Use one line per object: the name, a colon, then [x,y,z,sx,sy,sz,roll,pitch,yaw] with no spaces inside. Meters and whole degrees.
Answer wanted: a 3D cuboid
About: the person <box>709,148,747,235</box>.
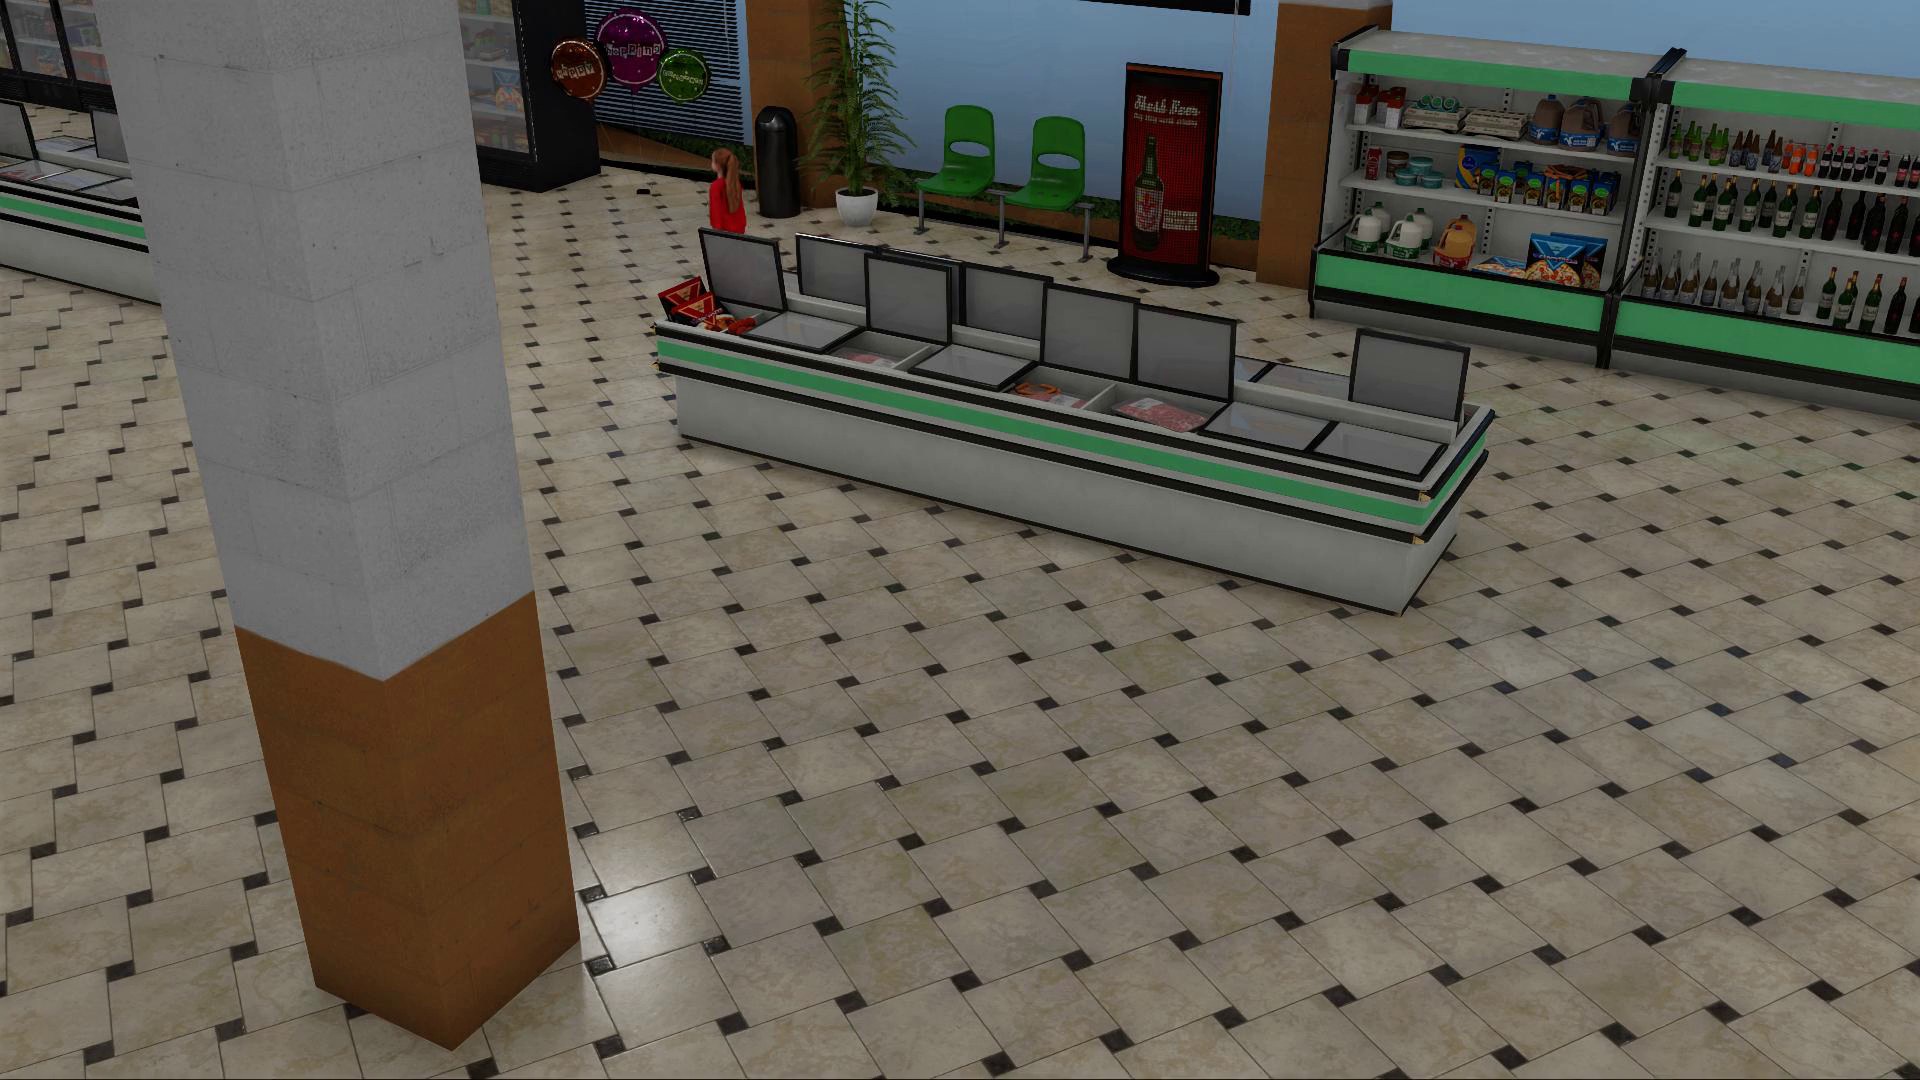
person: [-1.748,-2.371,12.835,0.645,1.268,0.504,16,31,29]
